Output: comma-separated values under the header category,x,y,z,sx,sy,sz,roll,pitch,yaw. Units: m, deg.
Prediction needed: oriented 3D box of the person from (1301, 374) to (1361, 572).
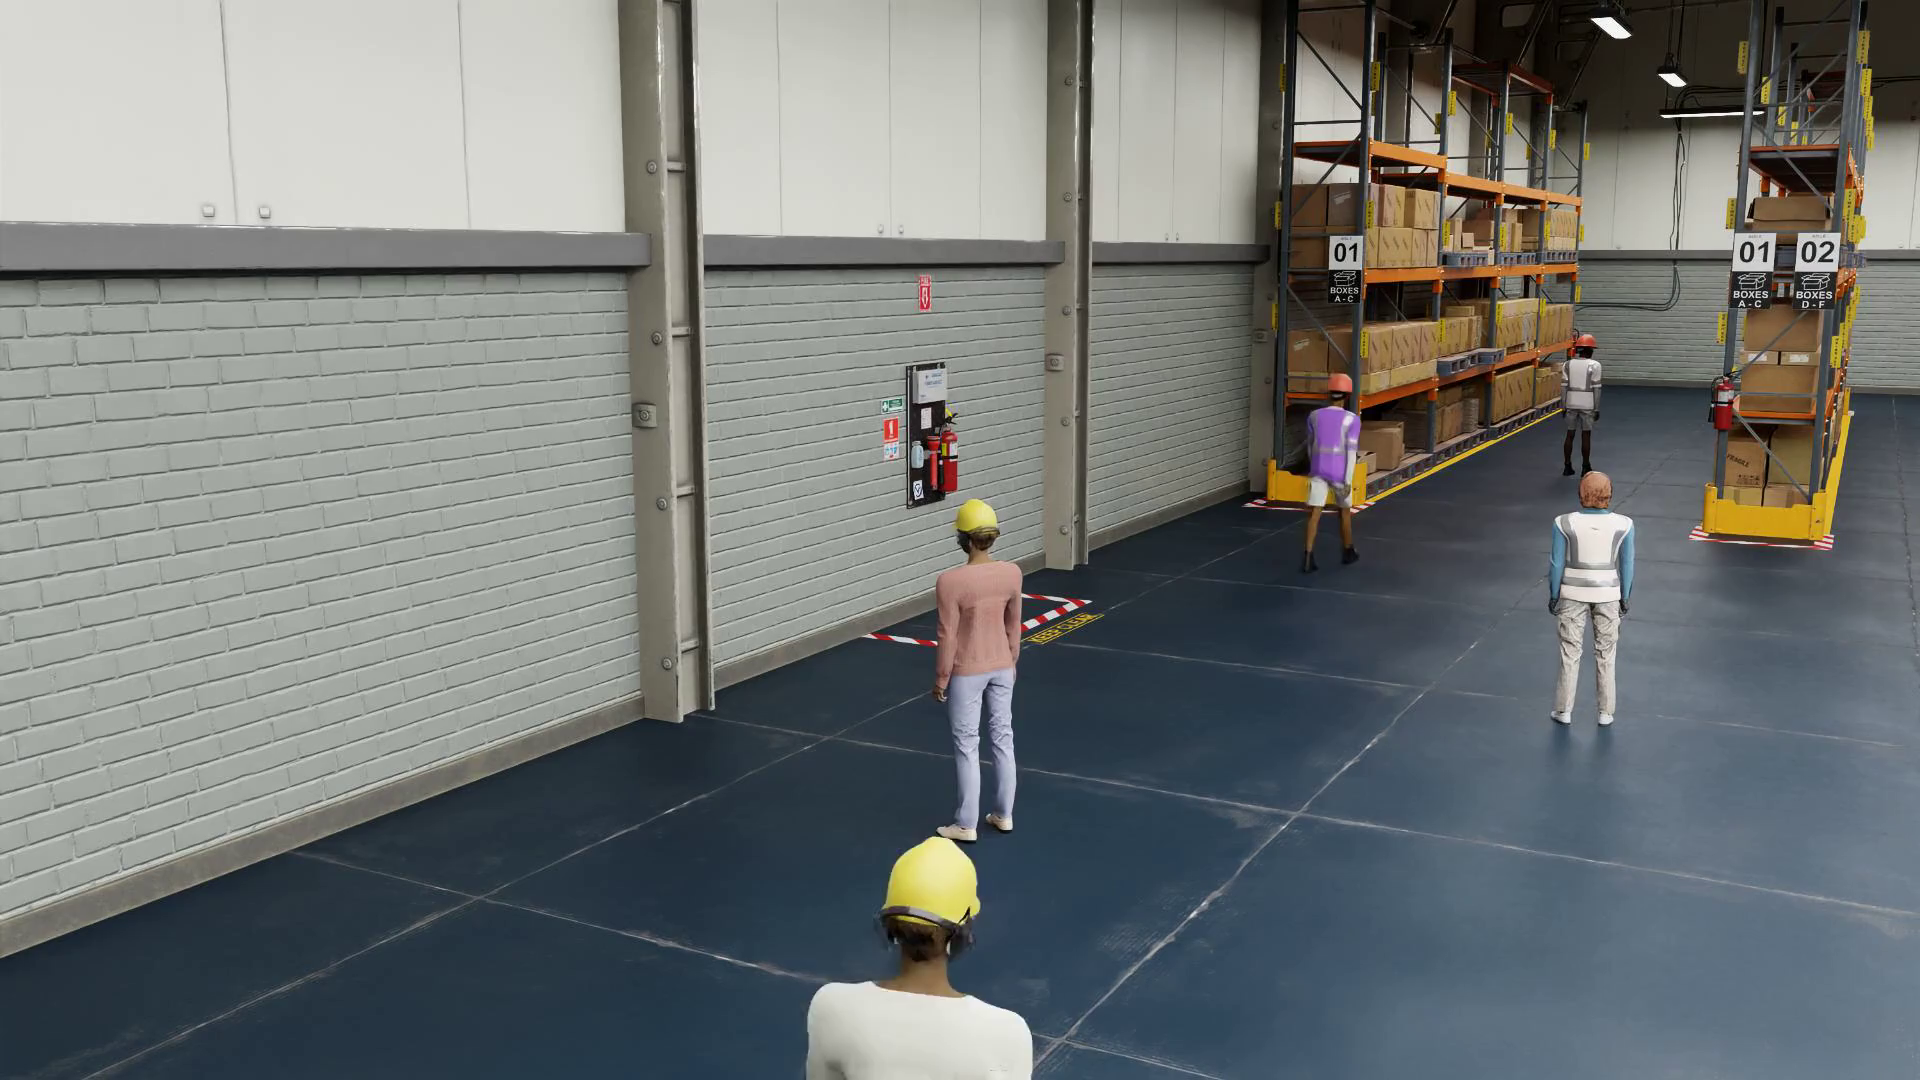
category,x,y,z,sx,sy,sz,roll,pitch,yaw
person,3.556,-0.643,15.915,0.548,1.879,1.023,6,11,32

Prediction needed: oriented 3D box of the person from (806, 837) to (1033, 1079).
category,x,y,z,sx,sy,sz,roll,pitch,yaw
person,-0.094,1.506,3.759,0.538,1.718,0.904,2,10,10

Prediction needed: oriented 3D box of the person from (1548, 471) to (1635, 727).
category,x,y,z,sx,sy,sz,roll,pitch,yaw
person,4.006,0.380,10.584,0.514,1.641,0.308,2,10,12

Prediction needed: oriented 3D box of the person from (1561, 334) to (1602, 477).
category,x,y,z,sx,sy,sz,roll,pitch,yaw
person,8.456,-1.825,22.640,0.376,1.933,0.545,-9,13,-44

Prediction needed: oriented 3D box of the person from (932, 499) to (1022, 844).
category,x,y,z,sx,sy,sz,roll,pitch,yaw
person,0.085,0.670,8.520,0.525,1.769,0.315,-7,12,-36
